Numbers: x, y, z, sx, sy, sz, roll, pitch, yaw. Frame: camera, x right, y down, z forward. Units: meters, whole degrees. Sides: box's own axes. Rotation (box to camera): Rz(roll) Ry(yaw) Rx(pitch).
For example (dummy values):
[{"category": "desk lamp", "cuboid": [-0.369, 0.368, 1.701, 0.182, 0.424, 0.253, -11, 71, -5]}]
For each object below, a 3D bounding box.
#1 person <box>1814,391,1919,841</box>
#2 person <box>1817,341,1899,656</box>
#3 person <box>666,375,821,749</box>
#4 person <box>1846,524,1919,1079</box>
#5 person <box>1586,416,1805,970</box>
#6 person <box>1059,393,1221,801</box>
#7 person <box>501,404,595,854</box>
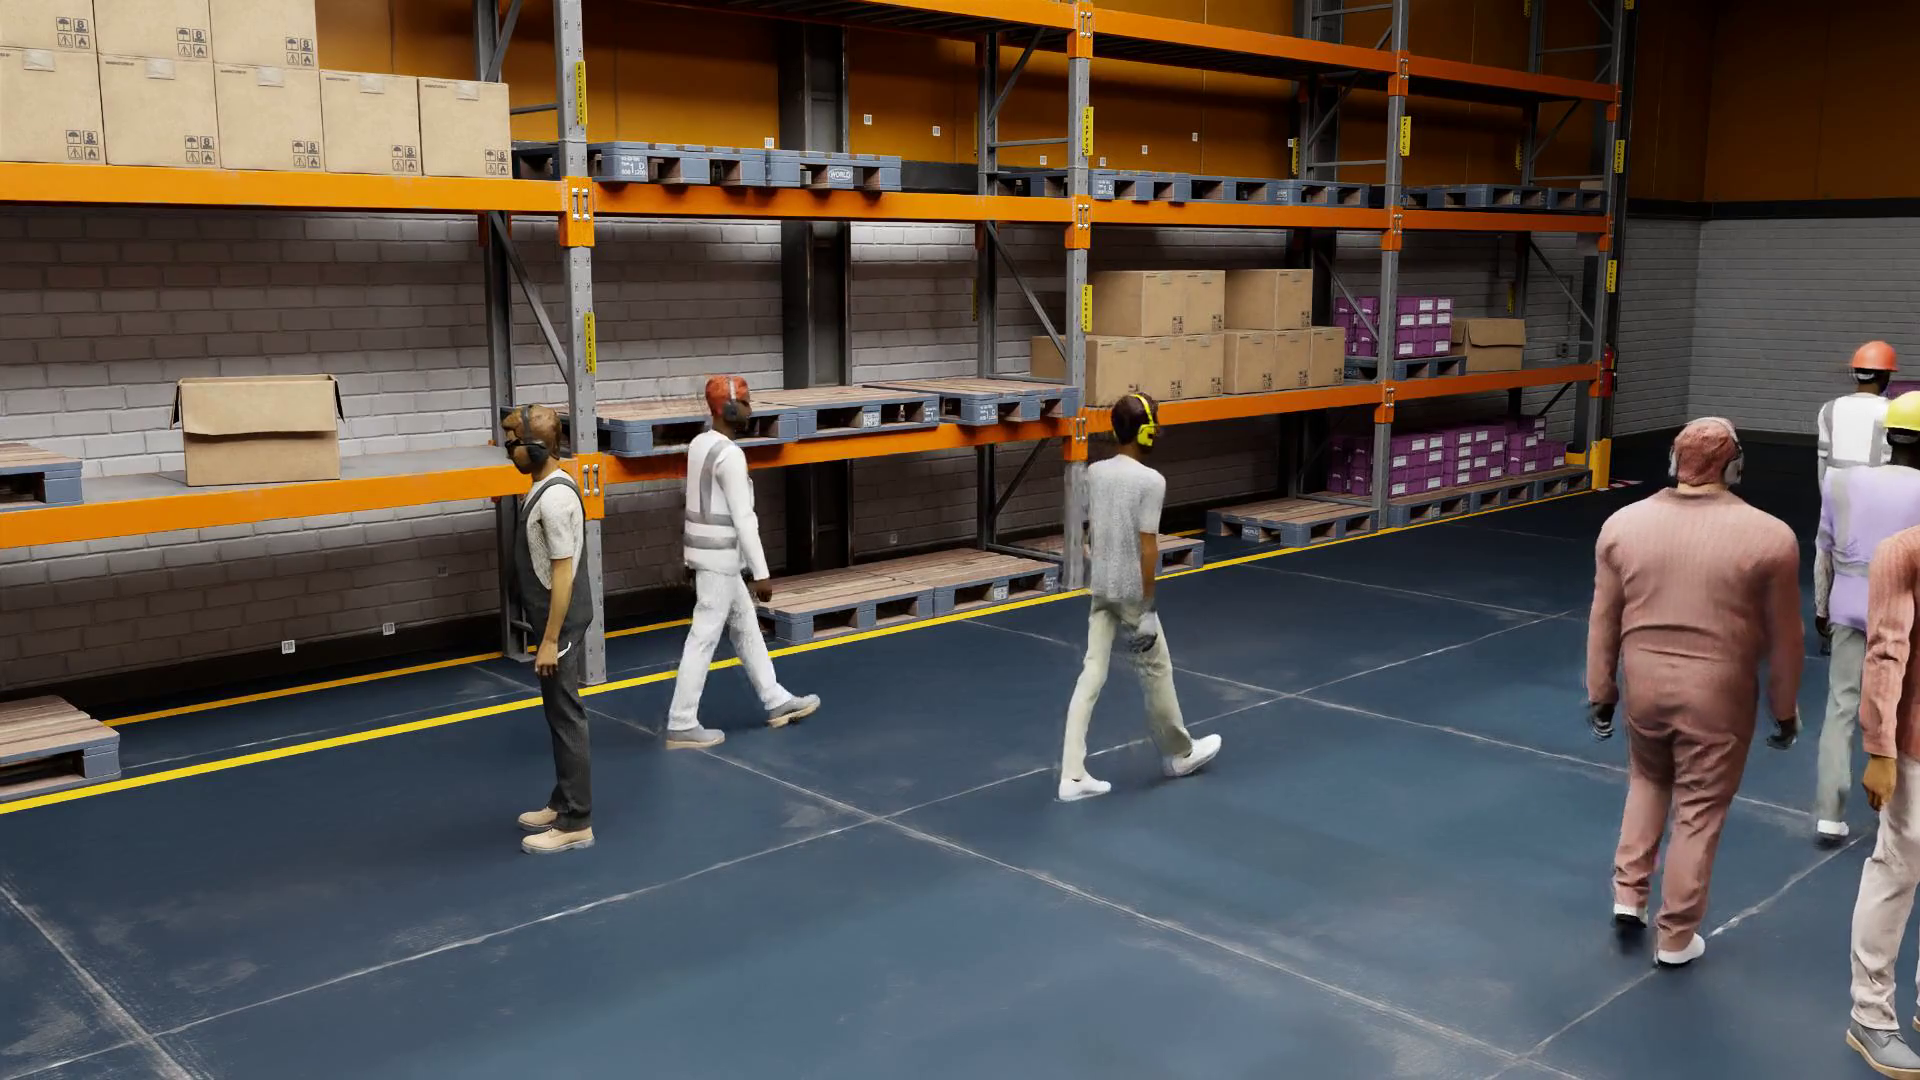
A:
[{"category": "person", "cuboid": [3.892, 0.311, 7.008, 0.605, 1.877, 0.985, 9, 13, 41]}, {"category": "person", "cuboid": [5.555, -0.251, 10.168, 0.748, 1.912, 0.580, -6, 12, -33]}, {"category": "person", "cuboid": [-1.083, 0.104, 8.302, 0.940, 1.839, 0.617, -4, 11, -23]}, {"category": "person", "cuboid": [2.952, 0.601, 4.950, 0.622, 1.995, 0.376, -3, 10, -16]}, {"category": "person", "cuboid": [2.523, 0.524, 5.708, 0.653, 1.890, 0.474, 9, 13, 43]}, {"category": "person", "cuboid": [0.794, 0.243, 7.557, 0.961, 1.817, 0.551, -8, 12, -39]}, {"category": "person", "cuboid": [-1.677, 0.361, 6.818, 0.344, 1.839, 0.504, -2, 10, -14]}]
